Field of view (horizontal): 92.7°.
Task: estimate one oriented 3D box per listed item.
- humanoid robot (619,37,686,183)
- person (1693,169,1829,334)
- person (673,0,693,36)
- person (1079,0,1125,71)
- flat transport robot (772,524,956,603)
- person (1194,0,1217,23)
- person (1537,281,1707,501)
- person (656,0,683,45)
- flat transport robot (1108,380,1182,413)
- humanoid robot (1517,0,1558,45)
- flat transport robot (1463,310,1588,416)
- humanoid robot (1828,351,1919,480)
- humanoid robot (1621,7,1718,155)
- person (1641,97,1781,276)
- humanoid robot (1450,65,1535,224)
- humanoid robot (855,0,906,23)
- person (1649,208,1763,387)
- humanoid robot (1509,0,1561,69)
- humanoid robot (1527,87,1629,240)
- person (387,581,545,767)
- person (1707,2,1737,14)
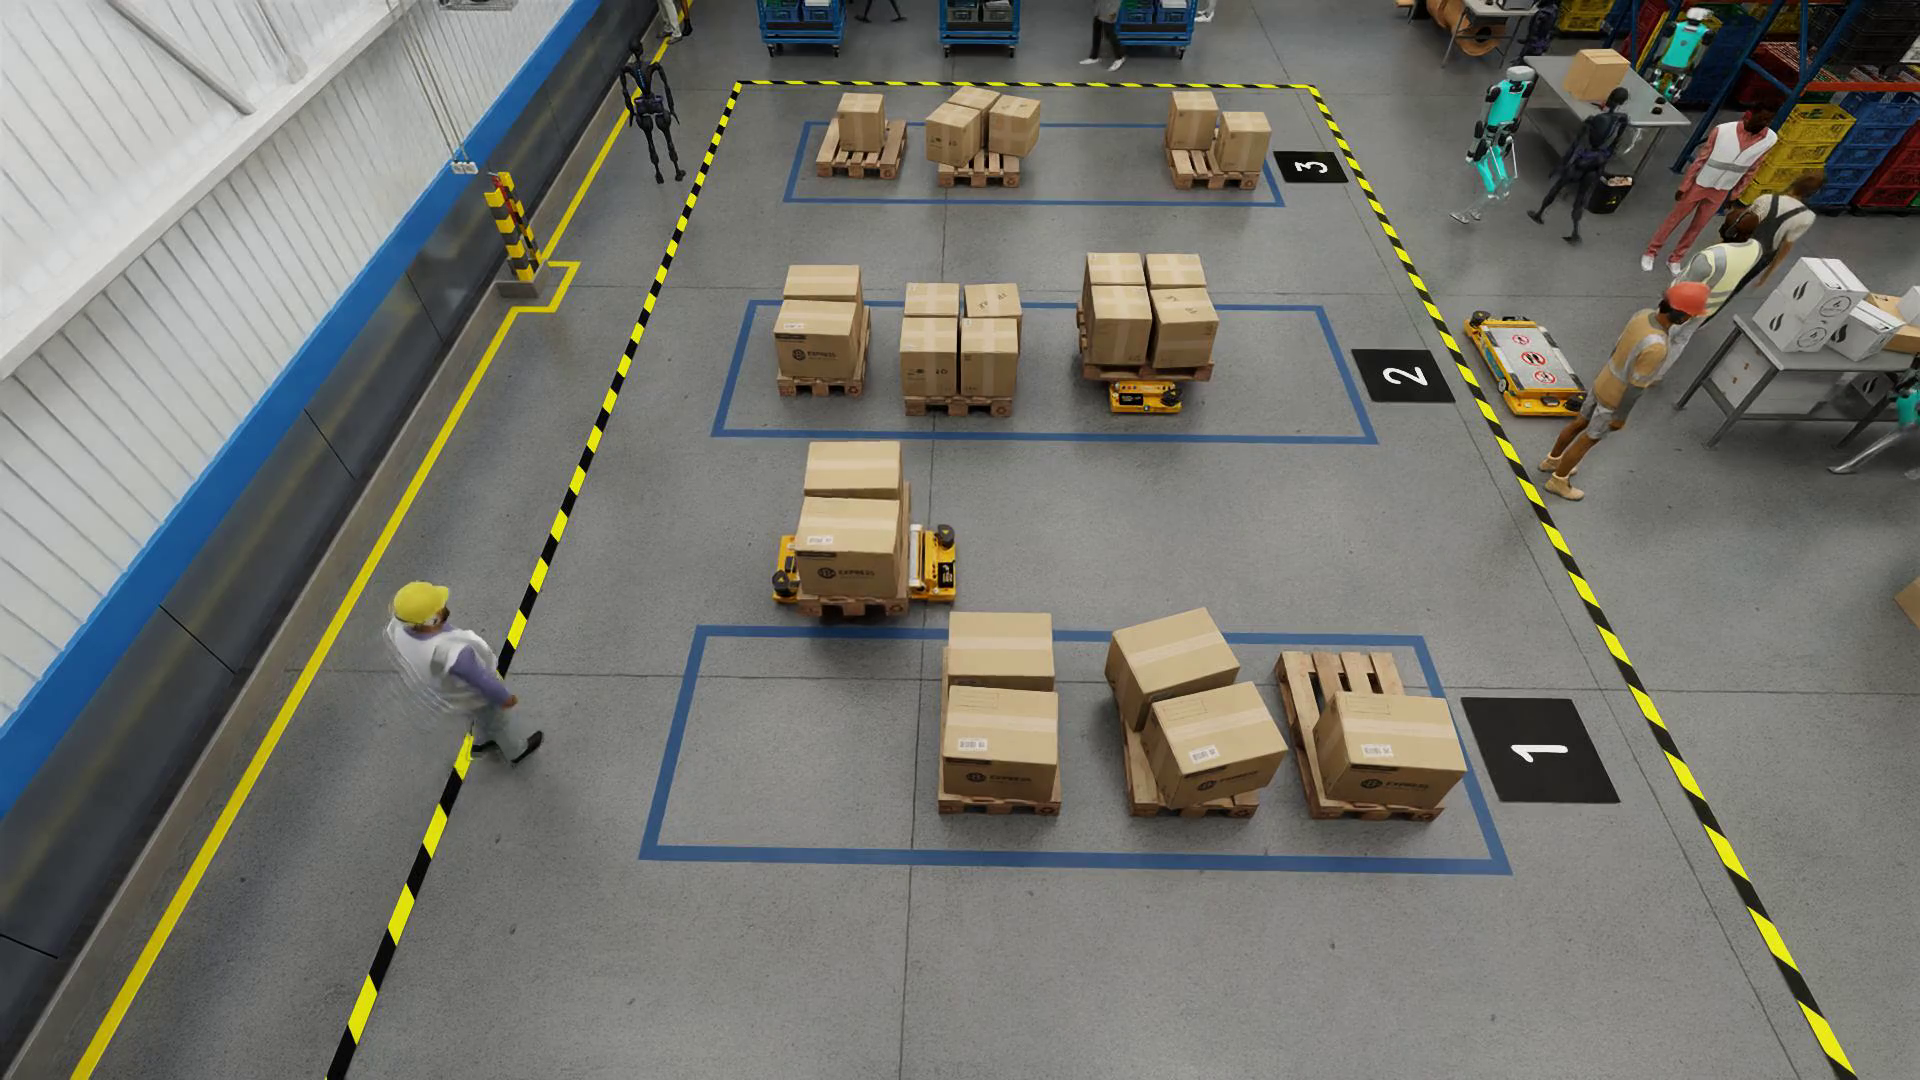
[{"bbox_3d":[-3.733,-5.173,11.071,0.599,1.654,0.315,-7,49,-6],"label":"humanoid robot"},{"bbox_3d":[7.559,-2.679,8.837,0.689,1.815,0.516,-31,56,-24],"label":"person"},{"bbox_3d":[-4.493,-8.803,14.049,0.542,1.939,0.361,12,50,10],"label":"person"},{"bbox_3d":[2.158,-7.799,13.261,0.520,1.832,0.648,-19,52,-16],"label":"person"},{"bbox_3d":[-0.755,0.181,7.359,1.431,0.197,0.652,-1,49,-1],"label":"flat transport robot"},{"bbox_3d":[4.016,-9.202,14.444,0.331,1.864,0.516,22,53,18],"label":"person"},{"bbox_3d":[5.309,-1.186,7.389,0.370,2.043,0.607,12,50,10],"label":"person"},{"bbox_3d":[-4.580,-8.580,13.915,0.377,1.843,0.569,-32,56,-25],"label":"person"},{"bbox_3d":[1.773,-1.807,9.079,0.652,0.197,1.431,1,49,1],"label":"flat transport robot"},{"bbox_3d":[9.005,-8.310,13.800,0.590,1.648,0.500,-20,52,-17],"label":"humanoid robot"},{"bbox_3d":[5.573,-1.757,9.054,0.659,0.231,1.431,1,49,1],"label":"flat transport robot"},{"bbox_3d":[8.182,-1.136,7.563,0.969,1.782,0.558,-1,49,-1],"label":"humanoid robot"},{"bbox_3d":[8.984,-5.793,11.652,0.531,1.885,0.732,36,58,27],"label":"humanoid robot"},{"bbox_3d":[7.925,-3.720,9.669,0.585,1.911,0.400,14,51,12],"label":"person"},{"bbox_3d":[6.022,-4.306,10.204,0.533,1.672,0.735,-11,50,-10],"label":"humanoid robot"},{"bbox_3d":[-1.306,-9.055,14.476,0.834,1.617,0.610,5,49,5],"label":"humanoid robot"},{"bbox_3d":[6.633,-2.142,8.357,0.628,1.835,0.429,-12,50,-10],"label":"person"},{"bbox_3d":[7.570,-6.451,12.176,0.315,1.657,0.599,37,58,27],"label":"humanoid robot"},{"bbox_3d":[7.022,-4.207,10.280,0.612,1.637,0.784,-5,49,-5],"label":"humanoid robot"},{"bbox_3d":[-3.067,0.876,5.748,0.595,1.820,0.424,26,54,21],"label":"person"},{"bbox_3d":[11.149,-7.941,13.434,0.556,1.724,0.486,-5,49,-4],"label":"person"}]
